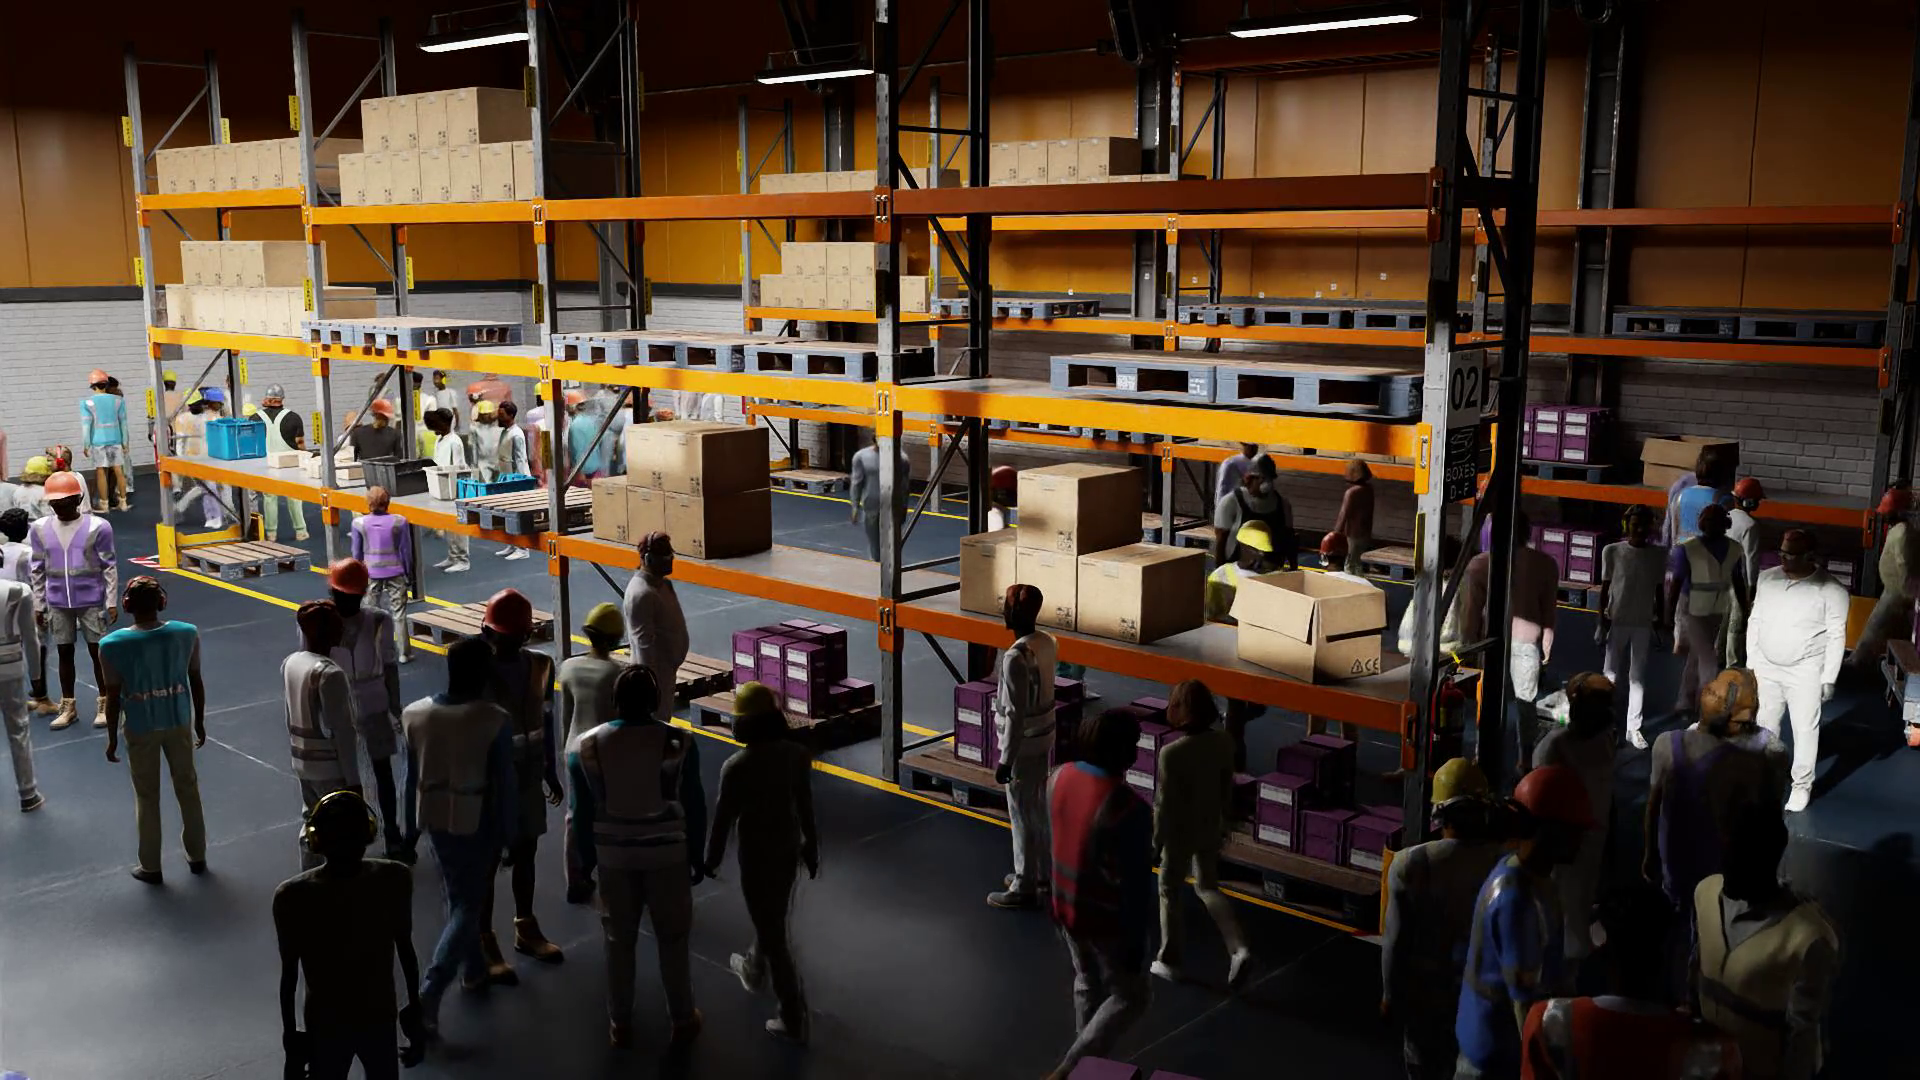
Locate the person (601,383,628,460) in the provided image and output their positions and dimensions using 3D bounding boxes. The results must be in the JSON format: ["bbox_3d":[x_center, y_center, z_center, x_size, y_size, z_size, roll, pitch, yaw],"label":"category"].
[{"bbox_3d":[-6.086,-2.448,29.530,0.538,2.000,0.681,0,10,0],"label":"person"}]

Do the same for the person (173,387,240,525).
[{"bbox_3d":[-10.178,-1.114,22.386,0.903,1.911,0.615,-1,10,-8],"label":"person"}]

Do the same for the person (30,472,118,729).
[{"bbox_3d":[-6.918,0.476,12.994,0.614,2.041,0.389,-2,10,-9],"label":"person"}]

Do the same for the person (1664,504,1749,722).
[{"bbox_3d":[5.865,0.610,12.907,0.666,1.792,0.811,-4,11,-21],"label":"person"}]

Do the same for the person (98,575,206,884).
[{"bbox_3d":[-4.771,1.124,9.883,0.562,1.847,0.390,-9,13,-41],"label":"person"}]

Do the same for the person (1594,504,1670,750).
[{"bbox_3d":[5.050,0.649,12.503,0.521,1.874,0.328,1,10,7],"label":"person"}]

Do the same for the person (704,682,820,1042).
[{"bbox_3d":[-0.996,1.515,8.075,0.490,1.697,0.859,-10,14,-44],"label":"person"}]

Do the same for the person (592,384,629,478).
[{"bbox_3d":[-5.189,-1.588,25.053,0.639,1.908,0.409,-8,13,-37],"label":"person"}]

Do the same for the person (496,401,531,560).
[{"bbox_3d":[-5.415,-0.726,20.133,0.392,1.922,0.591,-7,12,-33],"label":"person"}]

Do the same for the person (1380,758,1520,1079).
[{"bbox_3d":[1.923,1.741,6.464,0.587,1.823,0.403,0,10,2],"label":"person"}]

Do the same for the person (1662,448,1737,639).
[{"bbox_3d":[7.029,0.046,15.880,0.671,1.898,0.650,1,10,8],"label":"person"}]

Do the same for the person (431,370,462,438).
[{"bbox_3d":[-8.107,-1.743,26.081,0.567,1.848,0.472,6,12,31],"label":"person"}]

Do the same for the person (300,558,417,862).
[{"bbox_3d":[-3.664,1.053,10.126,0.635,1.915,0.558,-5,11,-25],"label":"person"}]

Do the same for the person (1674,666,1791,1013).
[{"bbox_3d":[3.646,1.484,7.898,0.357,1.834,0.505,-7,12,-35],"label":"person"}]

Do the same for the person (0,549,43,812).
[{"bbox_3d":[-6.435,0.905,11.061,0.581,1.877,0.368,-5,11,-26],"label":"person"}]

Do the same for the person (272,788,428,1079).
[{"bbox_3d":[-2.214,1.794,6.079,0.506,1.861,0.328,-6,12,-32],"label":"person"}]

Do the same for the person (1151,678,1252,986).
[{"bbox_3d":[1.201,1.498,8.424,0.514,1.616,0.608,-8,13,-37],"label":"person"}]

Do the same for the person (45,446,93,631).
[{"bbox_3d":[-8.734,-0.023,16.412,0.385,1.835,0.562,-2,10,-14],"label":"person"}]

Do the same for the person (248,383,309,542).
[{"bbox_3d":[-8.733,-0.999,21.337,0.680,2.000,0.536,-2,10,-11],"label":"person"}]

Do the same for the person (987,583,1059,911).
[{"bbox_3d":[0.364,1.173,9.508,0.351,1.882,0.581,4,11,23],"label":"person"}]

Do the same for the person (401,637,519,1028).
[{"bbox_3d":[-2.484,1.416,8.165,0.635,1.881,0.870,2,10,14],"label":"person"}]

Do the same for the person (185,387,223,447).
[{"bbox_3d":[-11.438,-1.484,25.172,0.541,1.651,0.841,-9,13,-41],"label":"person"}]

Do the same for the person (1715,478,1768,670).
[{"bbox_3d":[6.893,0.321,14.690,0.339,1.749,0.573,-1,10,-6],"label":"person"}]

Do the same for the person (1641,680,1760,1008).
[{"bbox_3d":[3.487,1.517,7.865,0.618,1.808,0.599,-8,13,-37],"label":"person"}]

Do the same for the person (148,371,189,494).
[{"bbox_3d":[-12.111,-1.658,25.565,0.592,1.868,1.022,-8,13,-37],"label":"person"}]

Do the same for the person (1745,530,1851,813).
[{"bbox_3d":[5.571,0.868,11.181,0.402,1.904,0.638,-7,12,-34],"label":"person"}]

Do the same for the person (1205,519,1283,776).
[{"bbox_3d":[1.981,0.761,11.790,0.603,1.896,0.639,-4,11,-20],"label":"person"}]

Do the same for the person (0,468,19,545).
[{"bbox_3d":[-9.554,0.002,16.492,0.325,1.752,0.559,9,13,42],"label":"person"}]

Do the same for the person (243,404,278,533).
[{"bbox_3d":[-9.174,-0.903,21.644,0.488,1.741,0.316,-10,14,-44],"label":"person"}]

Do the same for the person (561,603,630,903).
[{"bbox_3d":[-2.049,1.229,9.559,0.532,1.744,0.412,5,11,27],"label":"person"}]

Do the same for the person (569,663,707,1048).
[{"bbox_3d":[-1.496,1.486,7.851,0.619,1.845,0.430,0,10,-2],"label":"person"}]

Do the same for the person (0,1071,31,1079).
[{"bbox_3d":[-2.207,2.192,3.737,0.391,1.896,0.710,3,10,15],"label":"person"}]

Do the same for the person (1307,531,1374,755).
[{"bbox_3d":[2.679,0.804,11.955,0.562,1.752,0.323,-1,10,-4],"label":"person"}]

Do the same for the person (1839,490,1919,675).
[{"bbox_3d":[8.140,0.400,14.443,0.915,1.701,0.597,8,13,37],"label":"person"}]

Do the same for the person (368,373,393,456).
[{"bbox_3d":[-10.053,-2.088,28.752,0.571,1.585,0.797,3,10,14],"label":"person"}]
